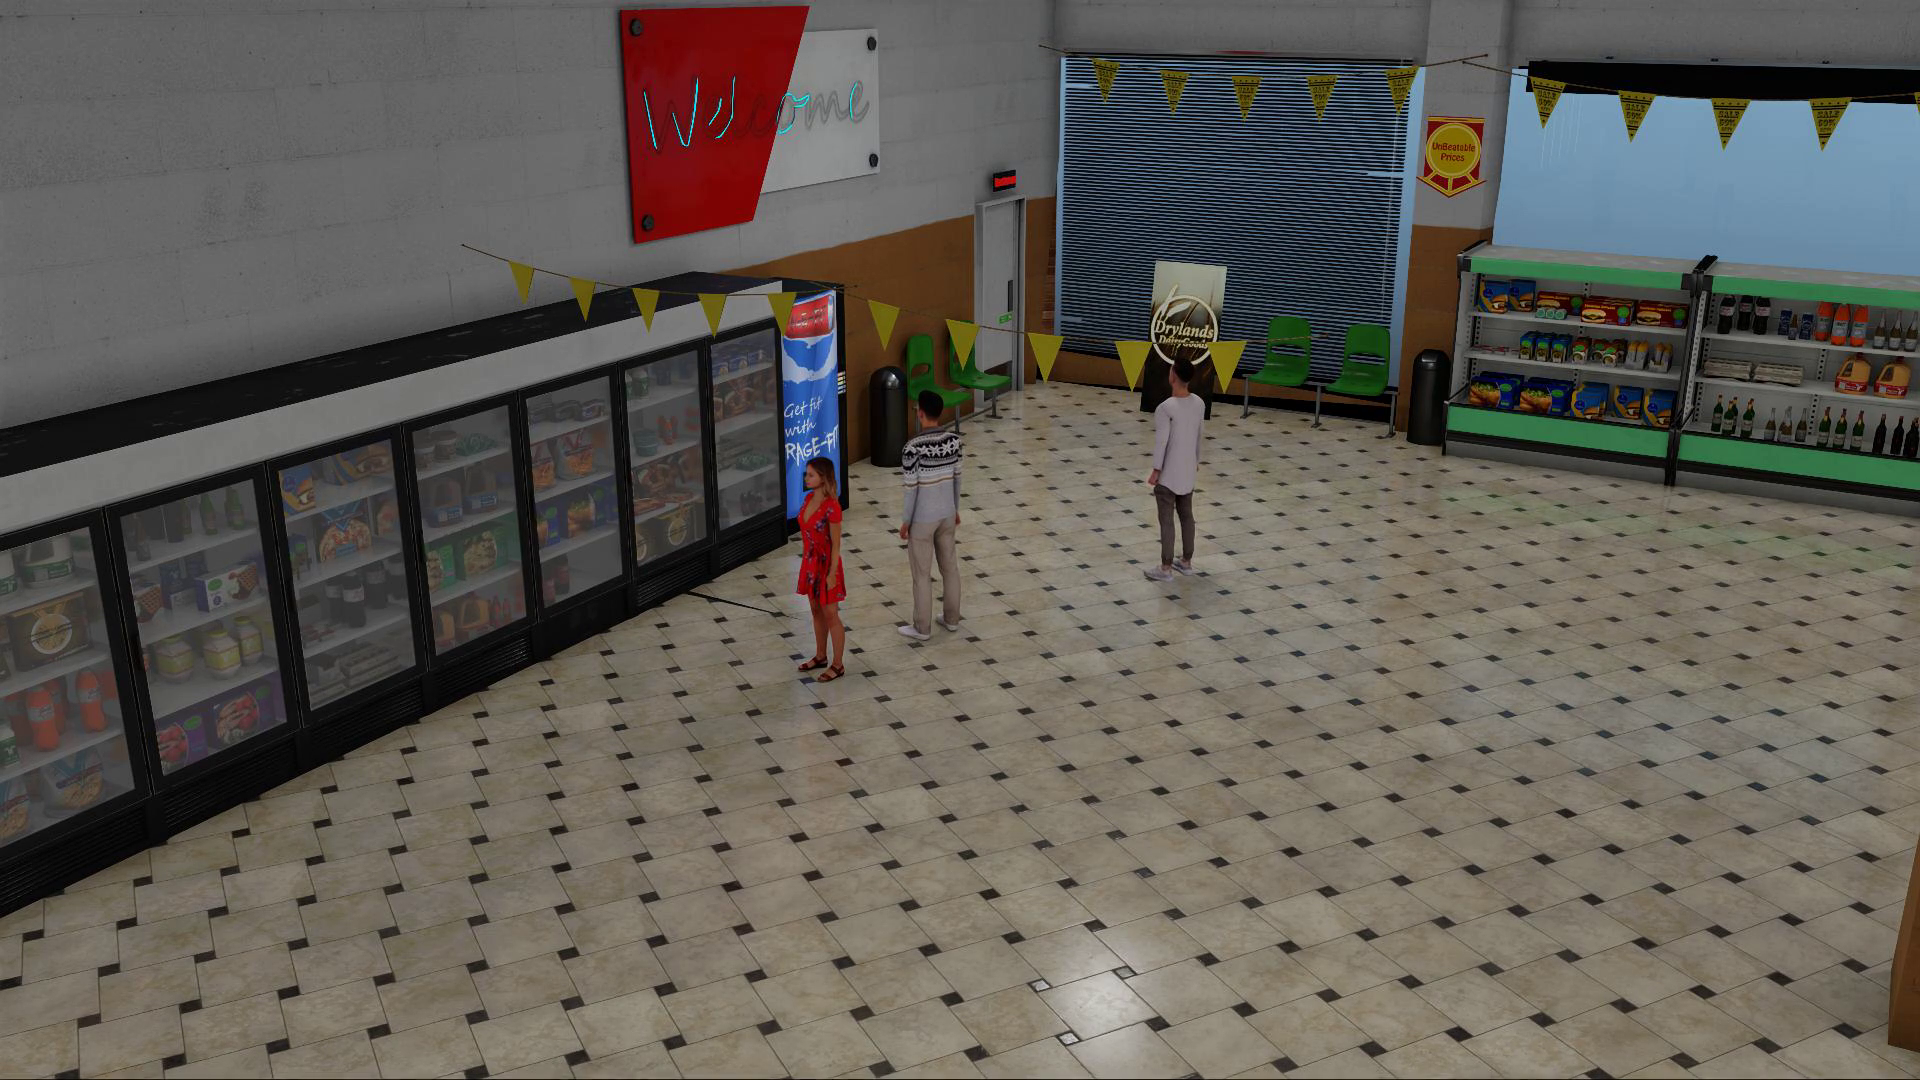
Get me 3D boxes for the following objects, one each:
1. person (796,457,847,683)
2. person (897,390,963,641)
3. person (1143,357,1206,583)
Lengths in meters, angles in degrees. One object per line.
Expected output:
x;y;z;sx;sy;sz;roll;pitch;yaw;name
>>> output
-0.946;0.190;11.522;0.706;1.593;0.600;-13;23;-34;person
-0.206;-0.186;12.216;0.755;1.861;0.701;-15;24;-37;person
1.745;-0.580;13.416;0.744;1.840;0.700;-14;23;-36;person
